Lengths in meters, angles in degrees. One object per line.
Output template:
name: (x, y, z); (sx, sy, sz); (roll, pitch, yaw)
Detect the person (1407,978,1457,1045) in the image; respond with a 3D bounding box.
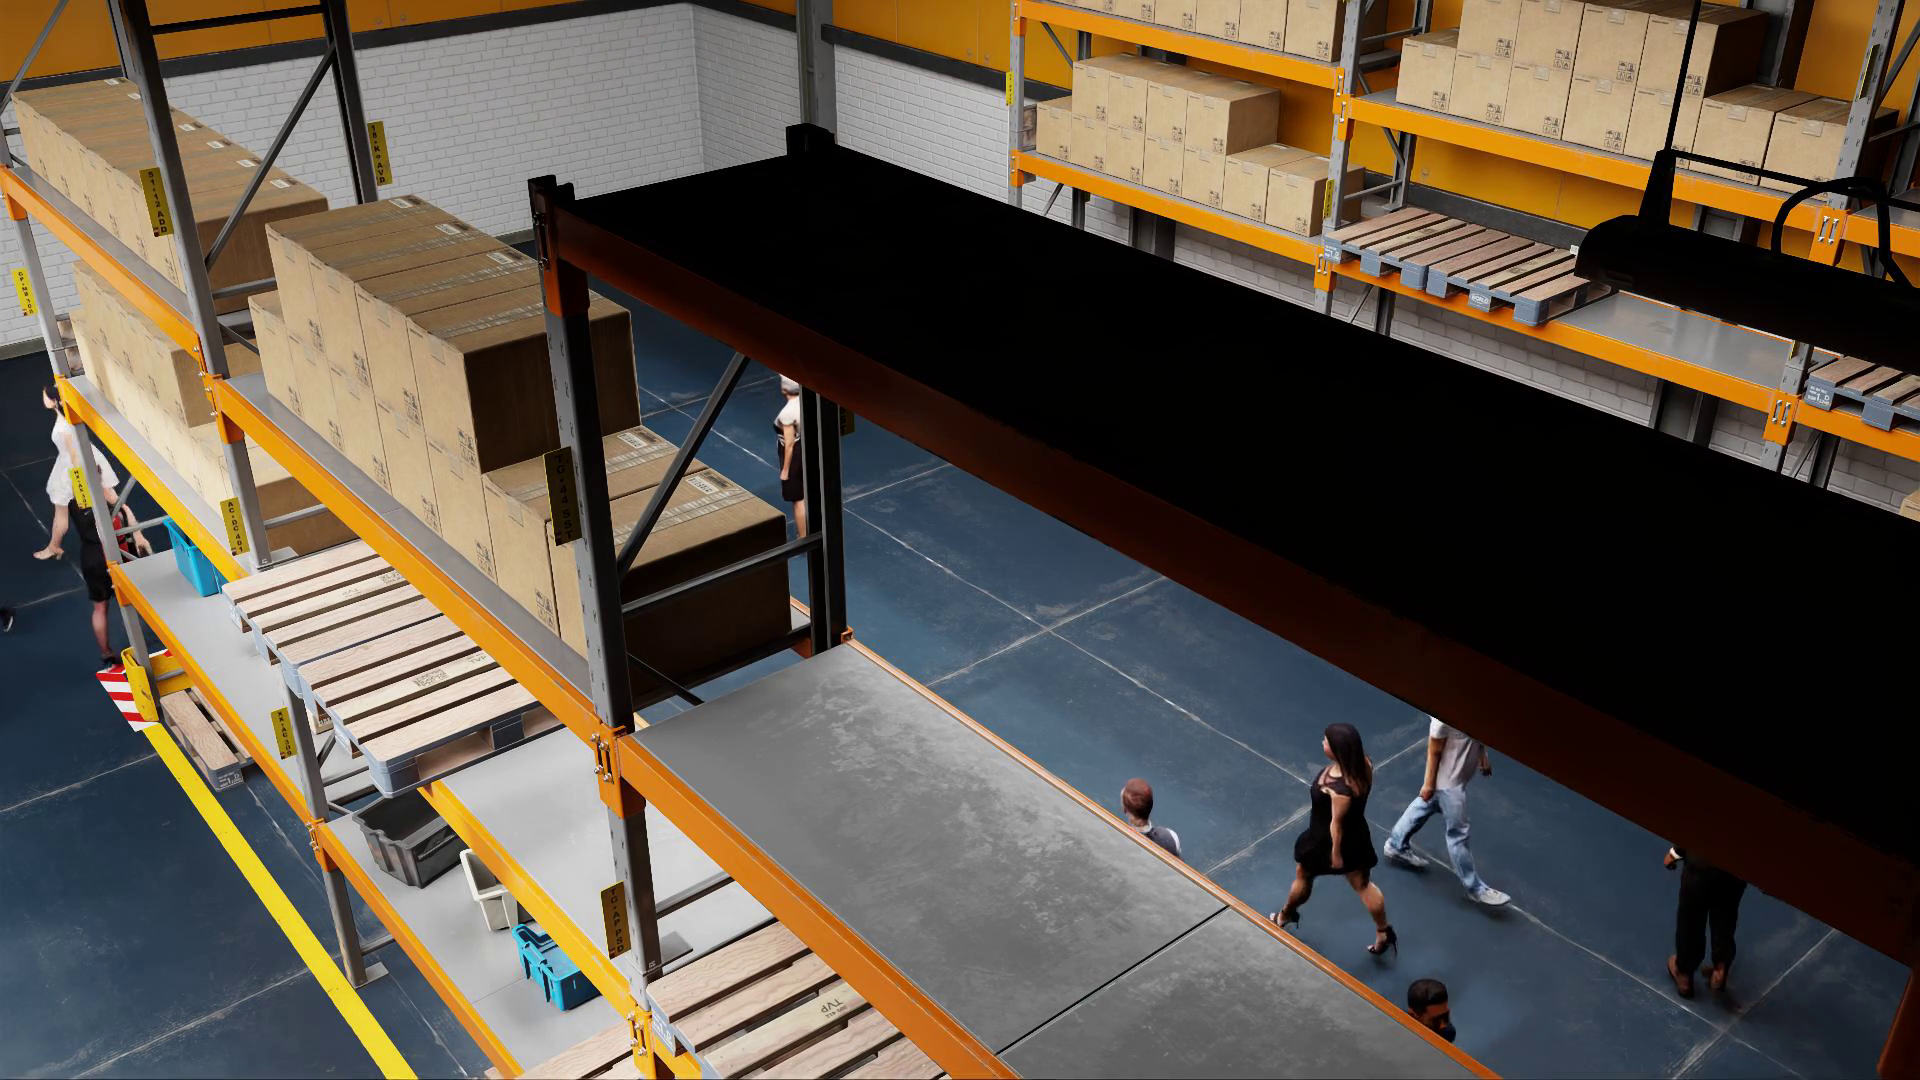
person: (2.161, 2.838, 8.393); (0.834, 1.759, 1.189); (-13, 31, -23)

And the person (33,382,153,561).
person: (-7.637, -0.570, 14.680); (1.098, 1.721, 1.204); (-4, 29, -7)

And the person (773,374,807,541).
person: (-1.454, -0.708, 14.899); (0.687, 1.755, 0.699); (11, 31, 19)

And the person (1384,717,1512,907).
person: (3.119, 1.477, 10.832); (1.212, 1.812, 0.864); (19, 34, 31)

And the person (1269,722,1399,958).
person: (2.432, 1.888, 10.234); (1.127, 1.664, 0.797); (18, 34, 30)

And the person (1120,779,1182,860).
person: (0.999, 2.219, 9.359); (0.768, 1.920, 0.795); (-8, 30, -14)
